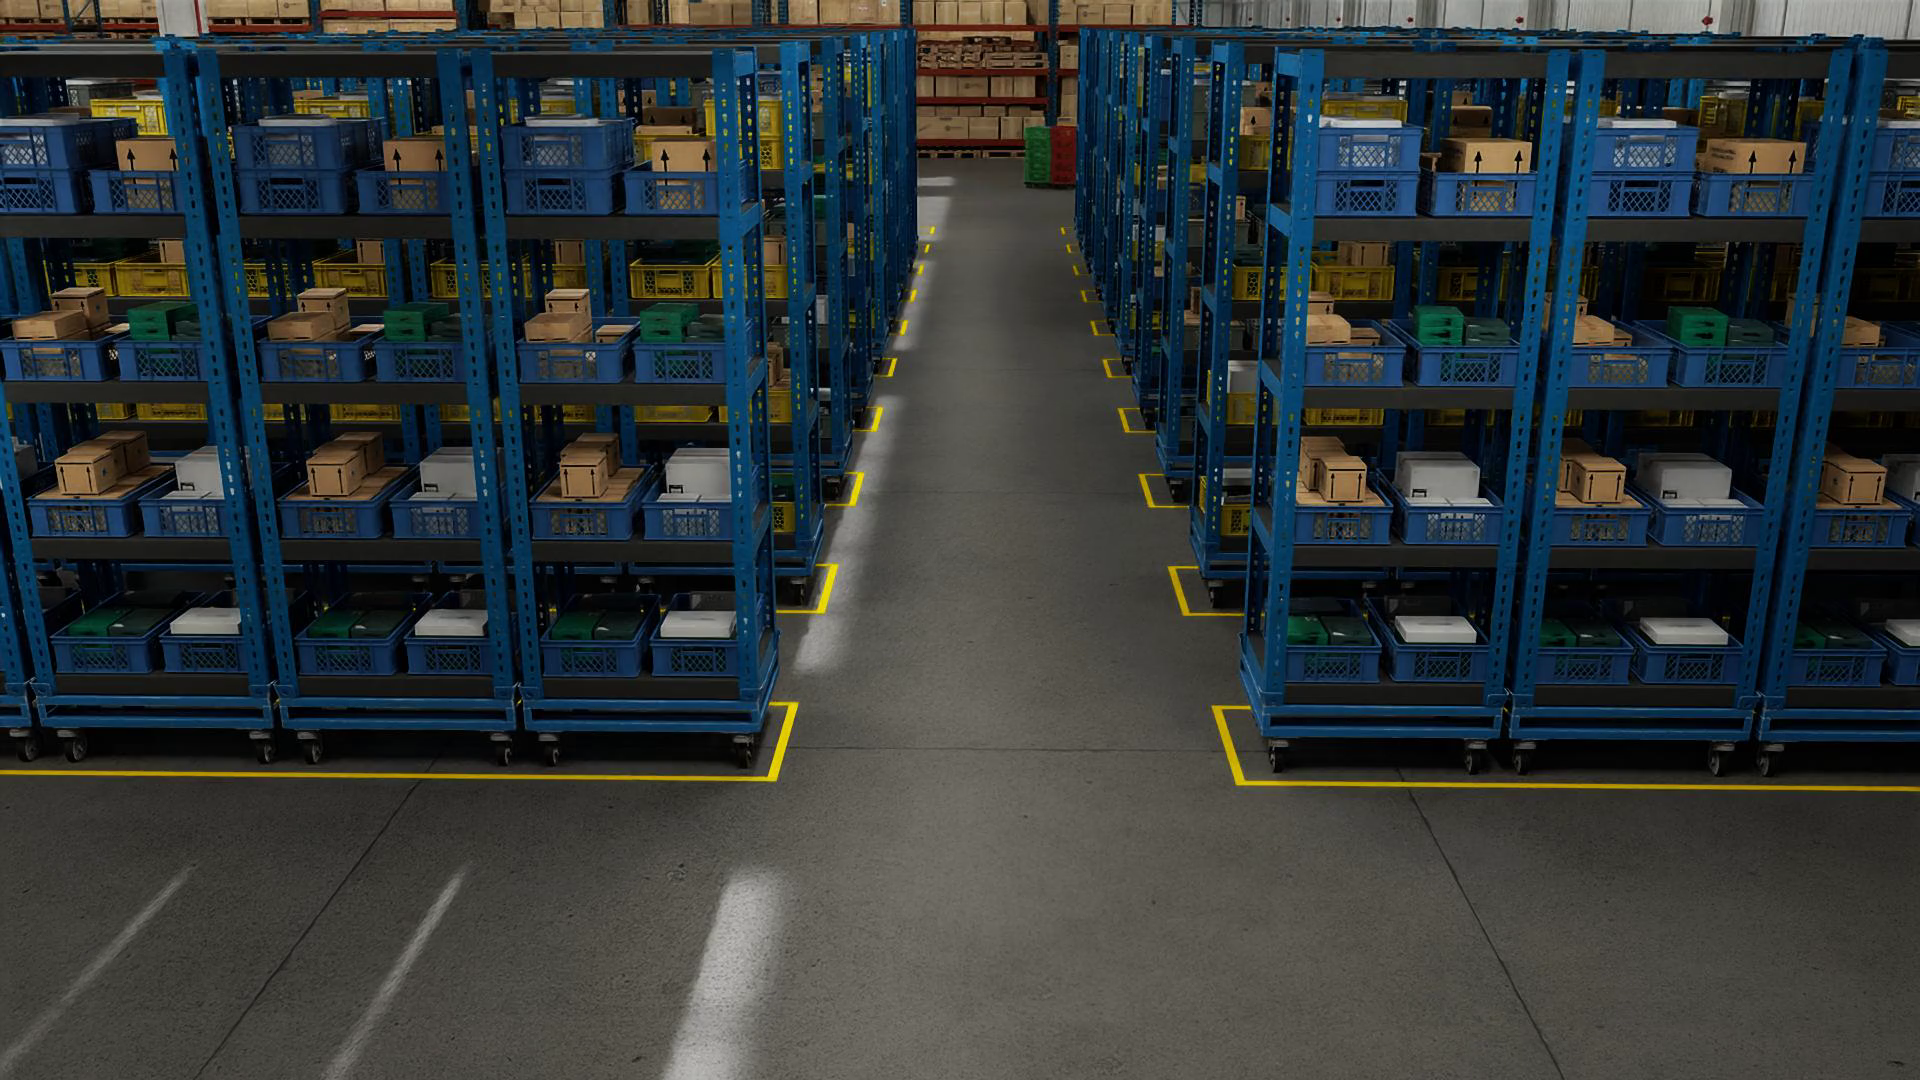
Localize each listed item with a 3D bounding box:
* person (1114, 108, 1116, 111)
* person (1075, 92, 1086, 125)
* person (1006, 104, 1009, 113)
[{"bbox_3d":[4.163,-11.134,44.958,0.312,1.768,0.522,1,17,3],"label":"person"},{"bbox_3d":[3.184,-10.590,42.960,0.546,1.950,0.615,-12,21,-35],"label":"person"},{"bbox_3d":[1.226,-12.546,49.387,0.873,1.801,0.652,3,18,11],"label":"person"}]
